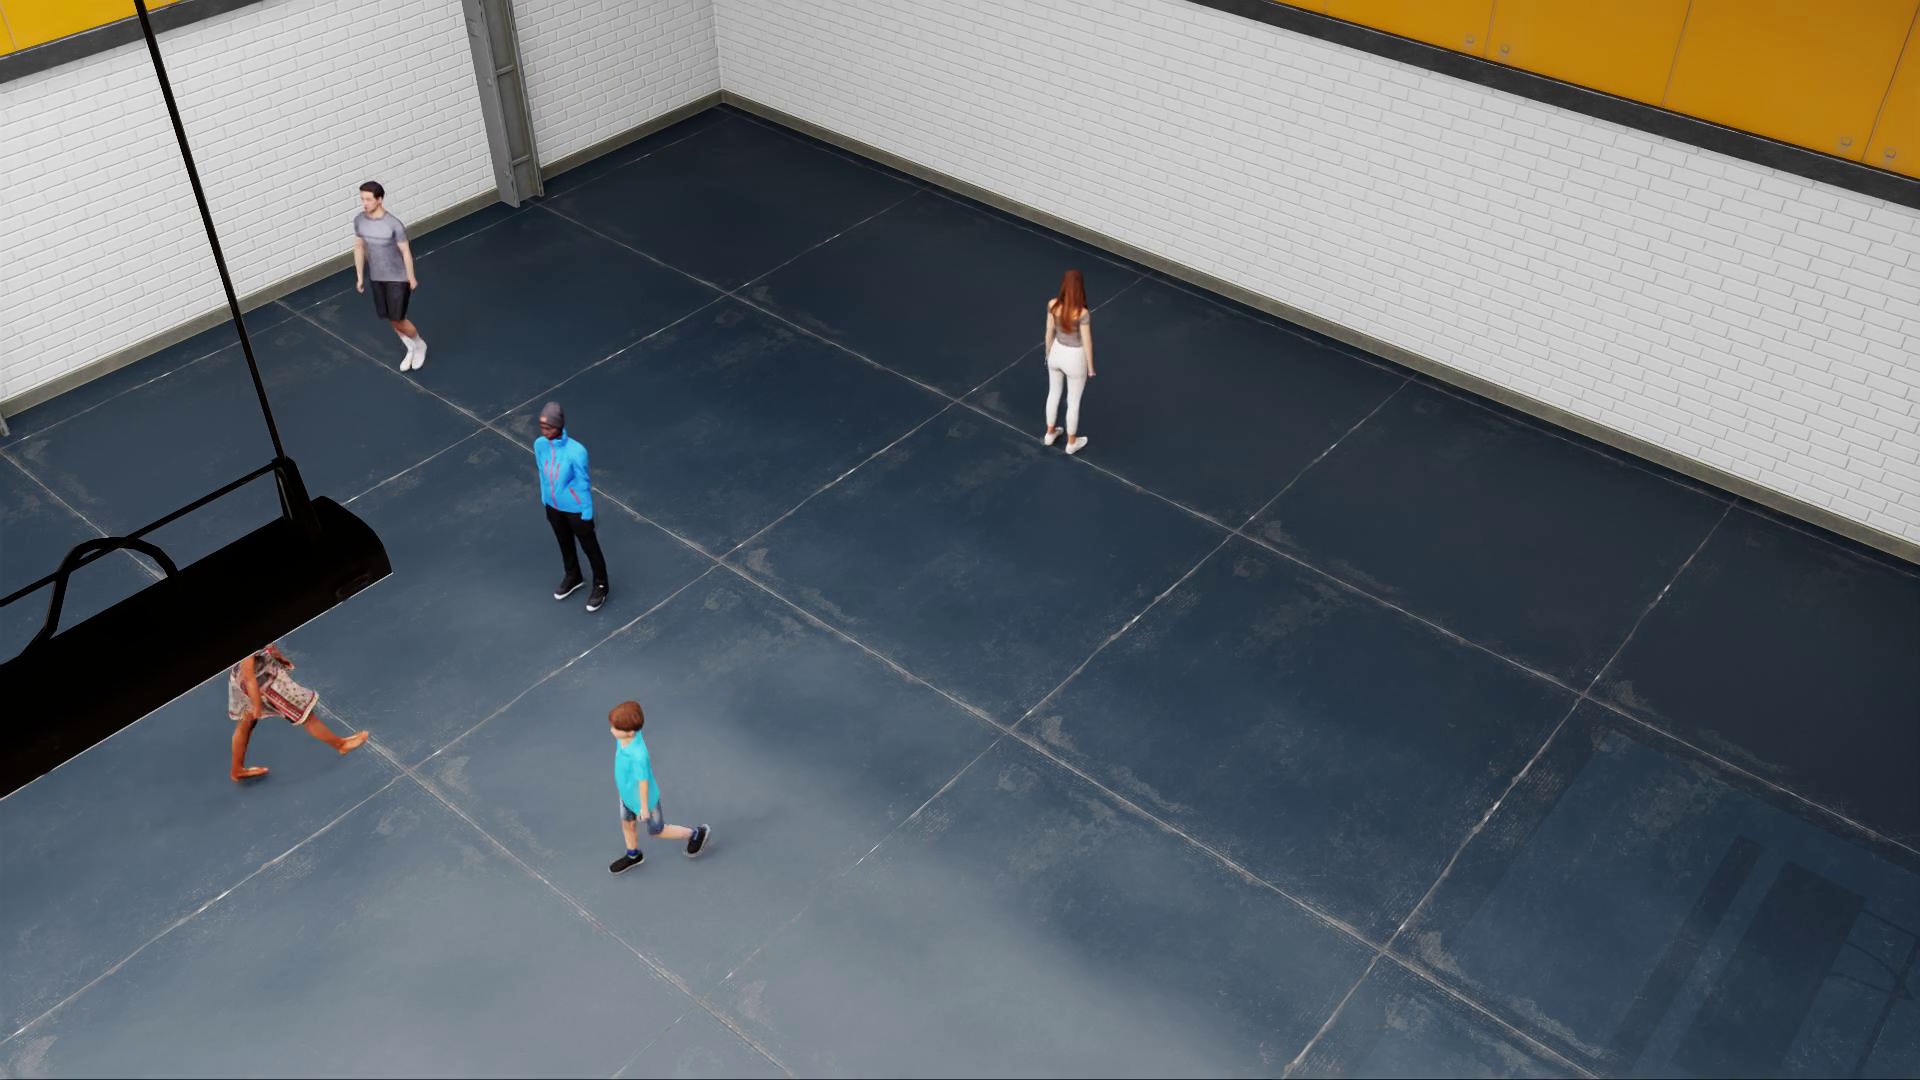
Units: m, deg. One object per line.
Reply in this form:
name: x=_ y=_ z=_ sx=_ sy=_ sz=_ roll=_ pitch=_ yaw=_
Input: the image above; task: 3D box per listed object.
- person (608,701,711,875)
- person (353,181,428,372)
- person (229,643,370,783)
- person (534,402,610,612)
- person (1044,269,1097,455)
person: x=-1.959 y=1.555 z=10.507 sx=0.958 sy=1.430 sz=0.732 roll=-18 pitch=42 yaw=-22
person: x=-5.143 y=-2.433 z=15.158 sx=0.755 sy=1.858 sz=0.770 roll=14 pitch=41 yaw=16
person: x=-4.738 y=1.008 z=11.070 sx=1.229 sy=1.583 sz=0.889 roll=-19 pitch=43 yaw=-23
person: x=-2.928 y=-0.278 z=12.510 sx=0.661 sy=1.795 sz=0.637 roll=14 pitch=41 yaw=17
person: x=0.904 y=-1.516 z=14.121 sx=0.602 sy=1.720 sz=0.519 roll=25 pitch=45 yaw=28
